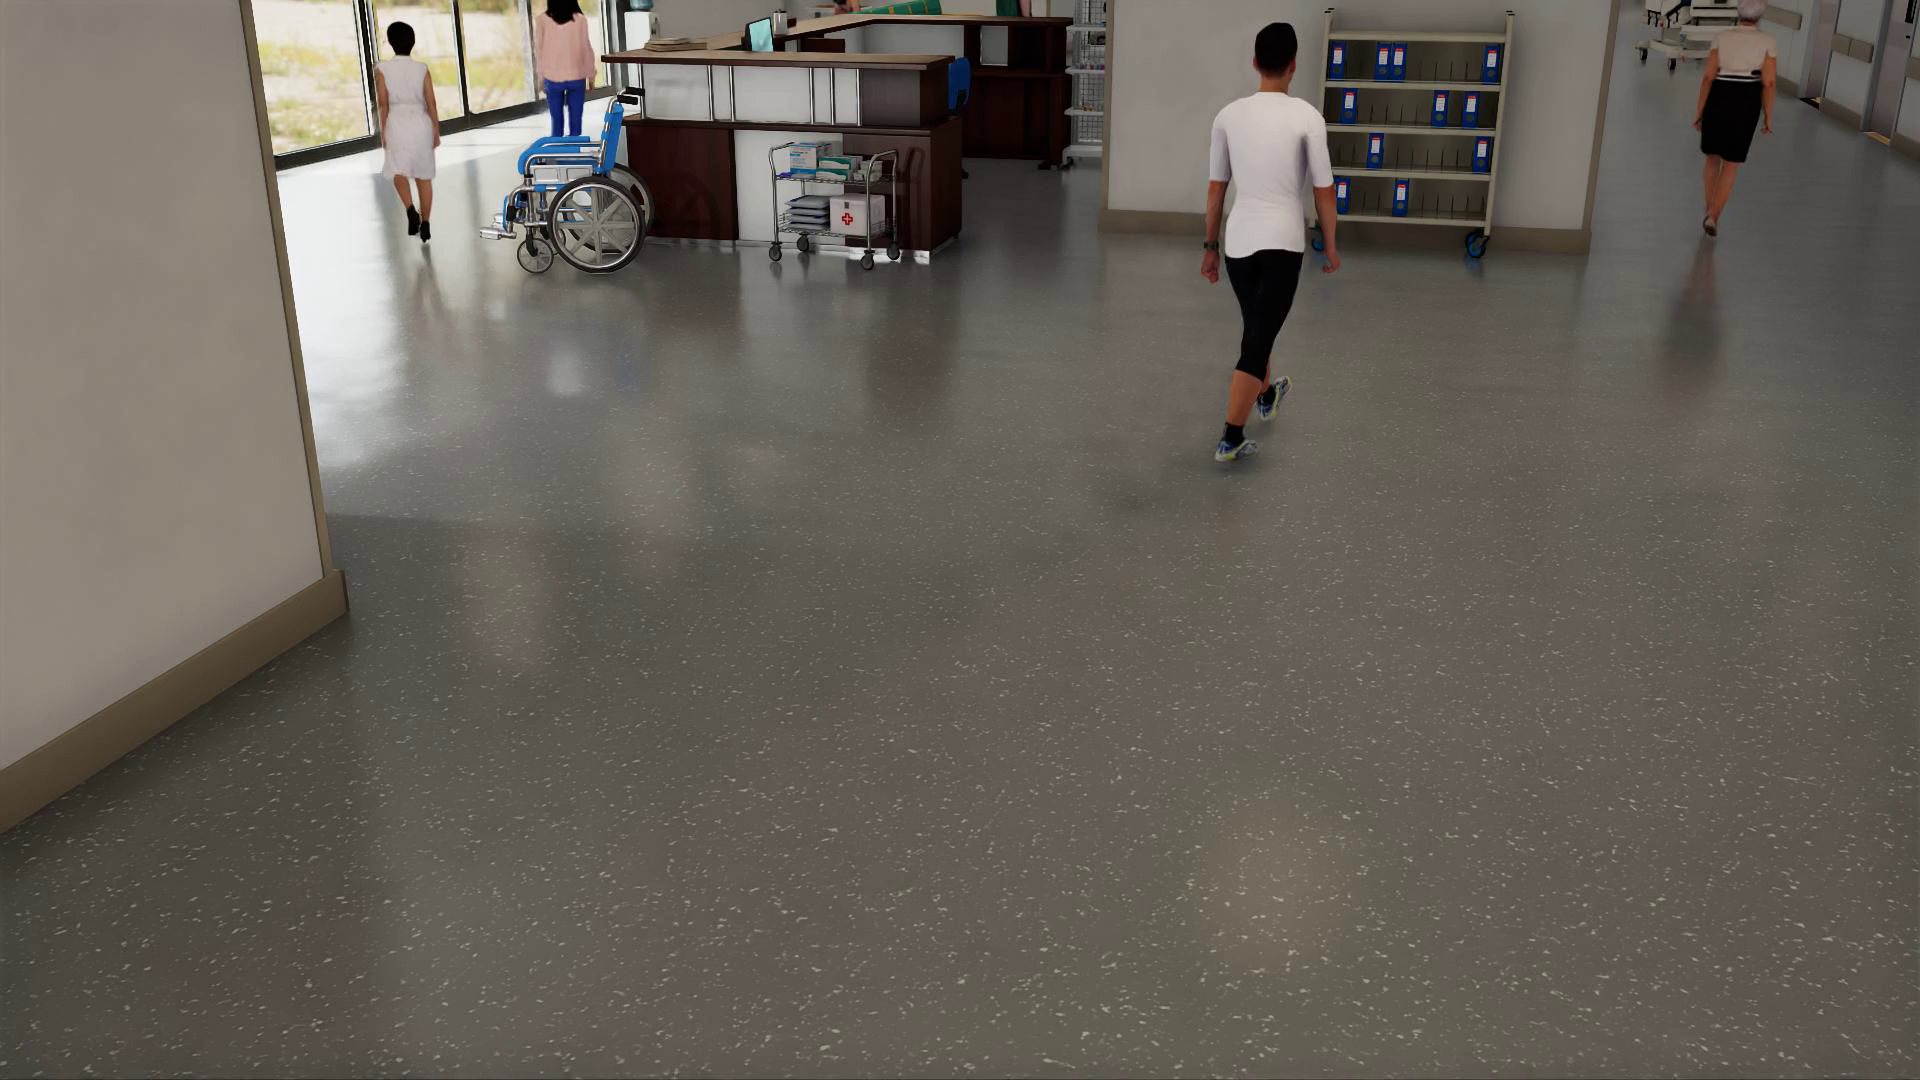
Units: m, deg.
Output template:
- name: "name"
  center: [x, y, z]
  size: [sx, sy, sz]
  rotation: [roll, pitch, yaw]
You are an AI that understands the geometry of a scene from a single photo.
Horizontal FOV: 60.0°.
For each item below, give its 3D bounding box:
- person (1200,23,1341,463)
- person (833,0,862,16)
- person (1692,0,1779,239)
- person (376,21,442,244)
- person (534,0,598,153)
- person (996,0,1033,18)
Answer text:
- name: "person"
  center: [1.263, -1.213, 7.070]
  size: [1.178, 1.815, 1.003]
  rotation: [14, 25, 33]
- name: "person"
  center: [-1.310, -5.442, 18.326]
  size: [0.888, 1.752, 0.831]
  rotation: [-13, 24, -31]
- name: "person"
  center: [5.560, -3.051, 12.035]
  size: [0.814, 1.736, 0.861]
  rotation: [14, 25, 32]
- name: "person"
  center: [-3.920, -2.882, 11.858]
  size: [0.734, 1.544, 0.793]
  rotation: [-8, 22, -20]
- name: "person"
  center: [-3.408, -3.917, 14.289]
  size: [0.673, 1.758, 0.809]
  rotation: [-1, 21, -2]
- name: "person"
  center: [0.619, -5.665, 18.785]
  size: [0.792, 1.842, 0.695]
  rotation: [-18, 27, -40]
